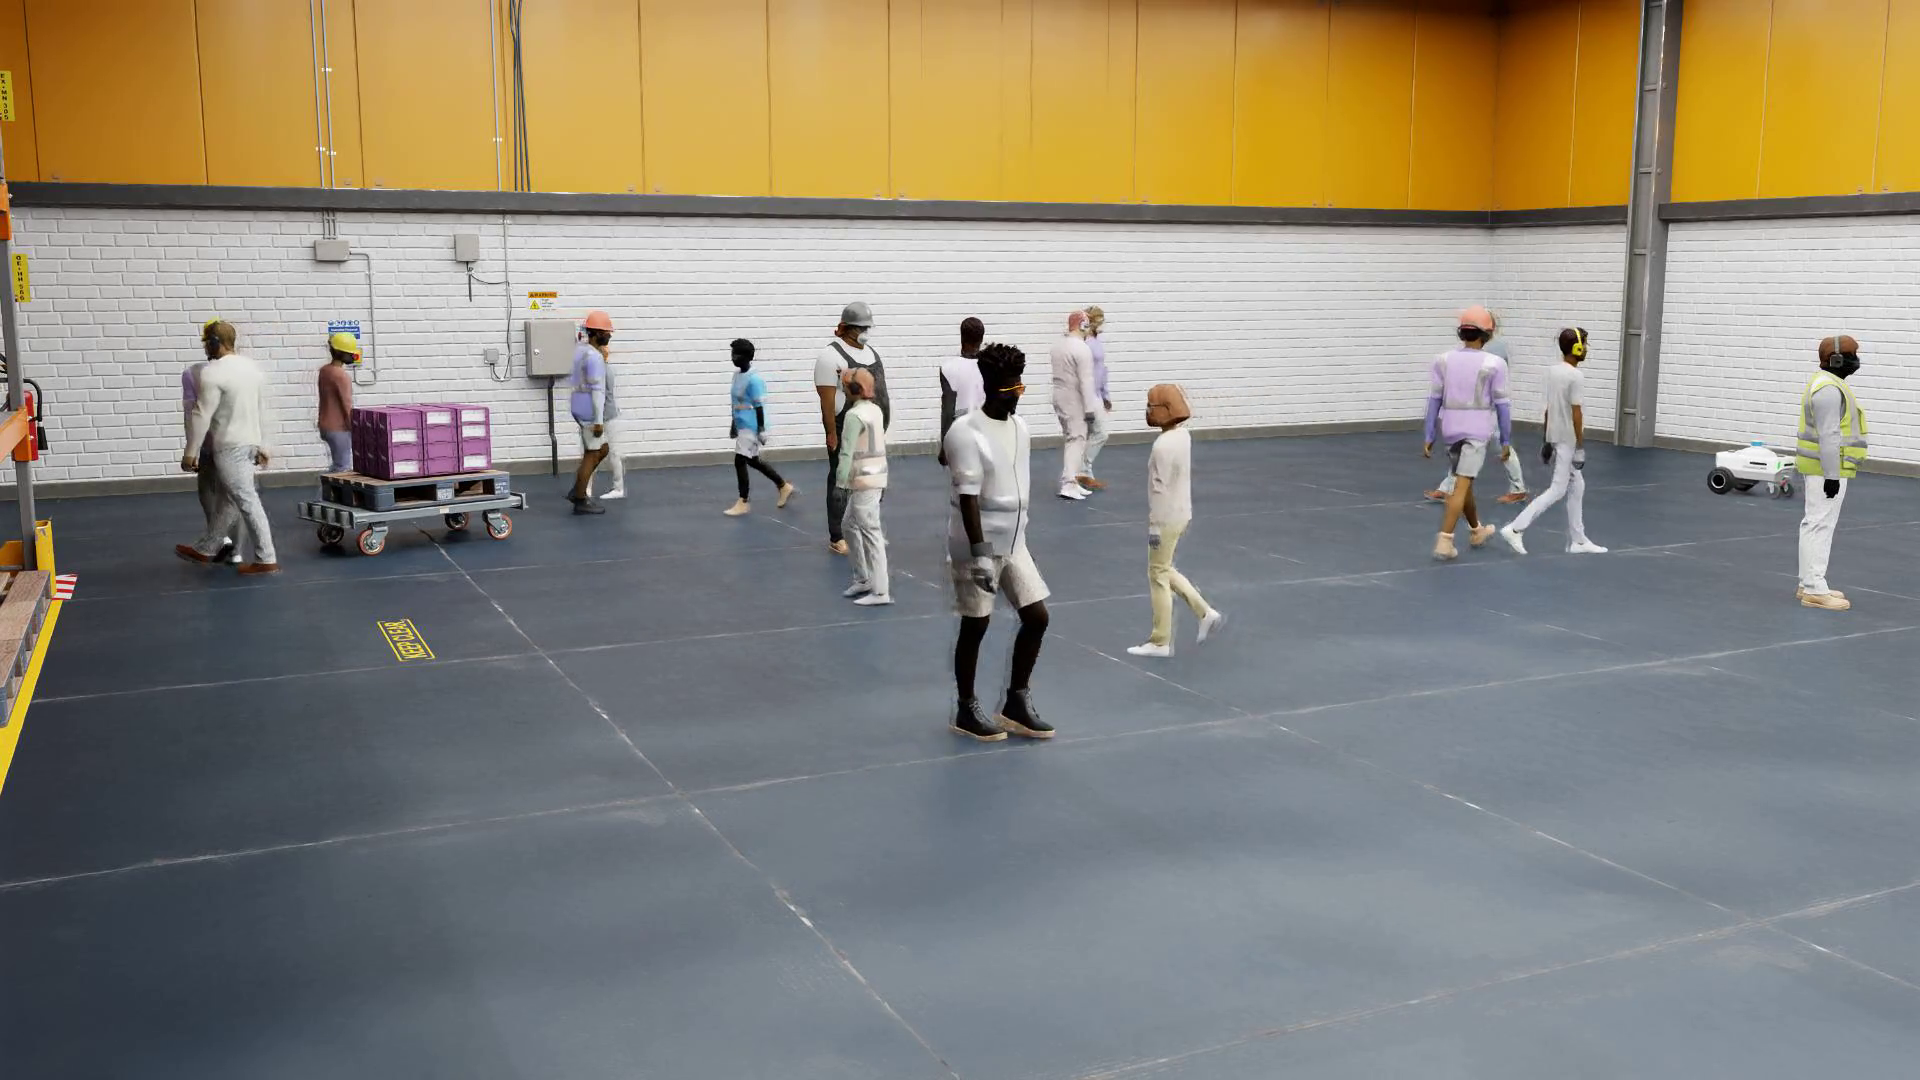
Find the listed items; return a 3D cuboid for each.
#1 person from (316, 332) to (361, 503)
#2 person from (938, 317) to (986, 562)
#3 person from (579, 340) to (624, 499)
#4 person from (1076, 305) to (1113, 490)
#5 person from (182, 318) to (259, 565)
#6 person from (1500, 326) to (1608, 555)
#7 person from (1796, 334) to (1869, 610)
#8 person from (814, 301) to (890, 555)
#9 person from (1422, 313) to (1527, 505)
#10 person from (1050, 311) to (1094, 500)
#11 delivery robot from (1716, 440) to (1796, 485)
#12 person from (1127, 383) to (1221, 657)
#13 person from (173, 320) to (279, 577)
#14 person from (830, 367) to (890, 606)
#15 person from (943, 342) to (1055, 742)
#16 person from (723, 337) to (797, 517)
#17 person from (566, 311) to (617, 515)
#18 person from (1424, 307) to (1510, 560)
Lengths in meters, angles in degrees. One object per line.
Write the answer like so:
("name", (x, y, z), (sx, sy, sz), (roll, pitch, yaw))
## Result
("person", (-5.506, -0.980, 14.780), (0.363, 1.732, 0.551), (-8, 12, -42))
("person", (0.112, -0.762, 12.890), (0.590, 1.918, 0.391), (-5, 10, -26))
("person", (-3.623, -1.182, 16.443), (0.678, 1.602, 0.550), (-8, 12, -40))
("person", (1.367, -1.449, 17.138), (0.443, 1.924, 0.643), (3, 10, 16))
("person", (-5.671, -0.749, 12.823), (0.594, 1.907, 0.419), (-7, 12, -38))
("person", (4.773, -0.781, 13.270), (0.877, 1.844, 0.524), (-1, 9, -4))
("person", (5.900, -0.464, 11.276), (0.429, 1.846, 0.626), (4, 10, 23))
("person", (-0.813, -0.913, 13.450), (0.538, 2.000, 0.683), (7, 12, 38))
("person", (5.074, -1.264, 16.127), (1.017, 1.893, 0.644), (-1, 9, -6))
("person", (1.129, -1.350, 16.711), (0.465, 1.881, 0.683), (-3, 10, -21))
("delivery robot", (8.056, -0.767, 16.848), (0.477, 0.478, 0.707), (-7, 11, -35))
("person", (1.249, -0.107, 9.727), (0.450, 1.619, 0.522), (4, 10, 23))
("person", (-5.533, -0.669, 12.358), (0.968, 1.896, 0.645), (1, 9, 6))
("person", (-0.698, -0.354, 11.287), (0.537, 1.622, 0.534), (2, 9, 12))
("person", (0.210, 0.031, 7.920), (0.634, 1.931, 0.601), (8, 12, 41))
("person", (-1.867, -1.065, 15.554), (0.747, 1.662, 0.533), (-4, 10, -24))
("person", (-3.443, -1.181, 15.569), (0.532, 1.903, 0.557), (-4, 10, -25))
("person", (4.071, -0.856, 13.249), (0.628, 1.984, 1.083), (9, 13, 43))
